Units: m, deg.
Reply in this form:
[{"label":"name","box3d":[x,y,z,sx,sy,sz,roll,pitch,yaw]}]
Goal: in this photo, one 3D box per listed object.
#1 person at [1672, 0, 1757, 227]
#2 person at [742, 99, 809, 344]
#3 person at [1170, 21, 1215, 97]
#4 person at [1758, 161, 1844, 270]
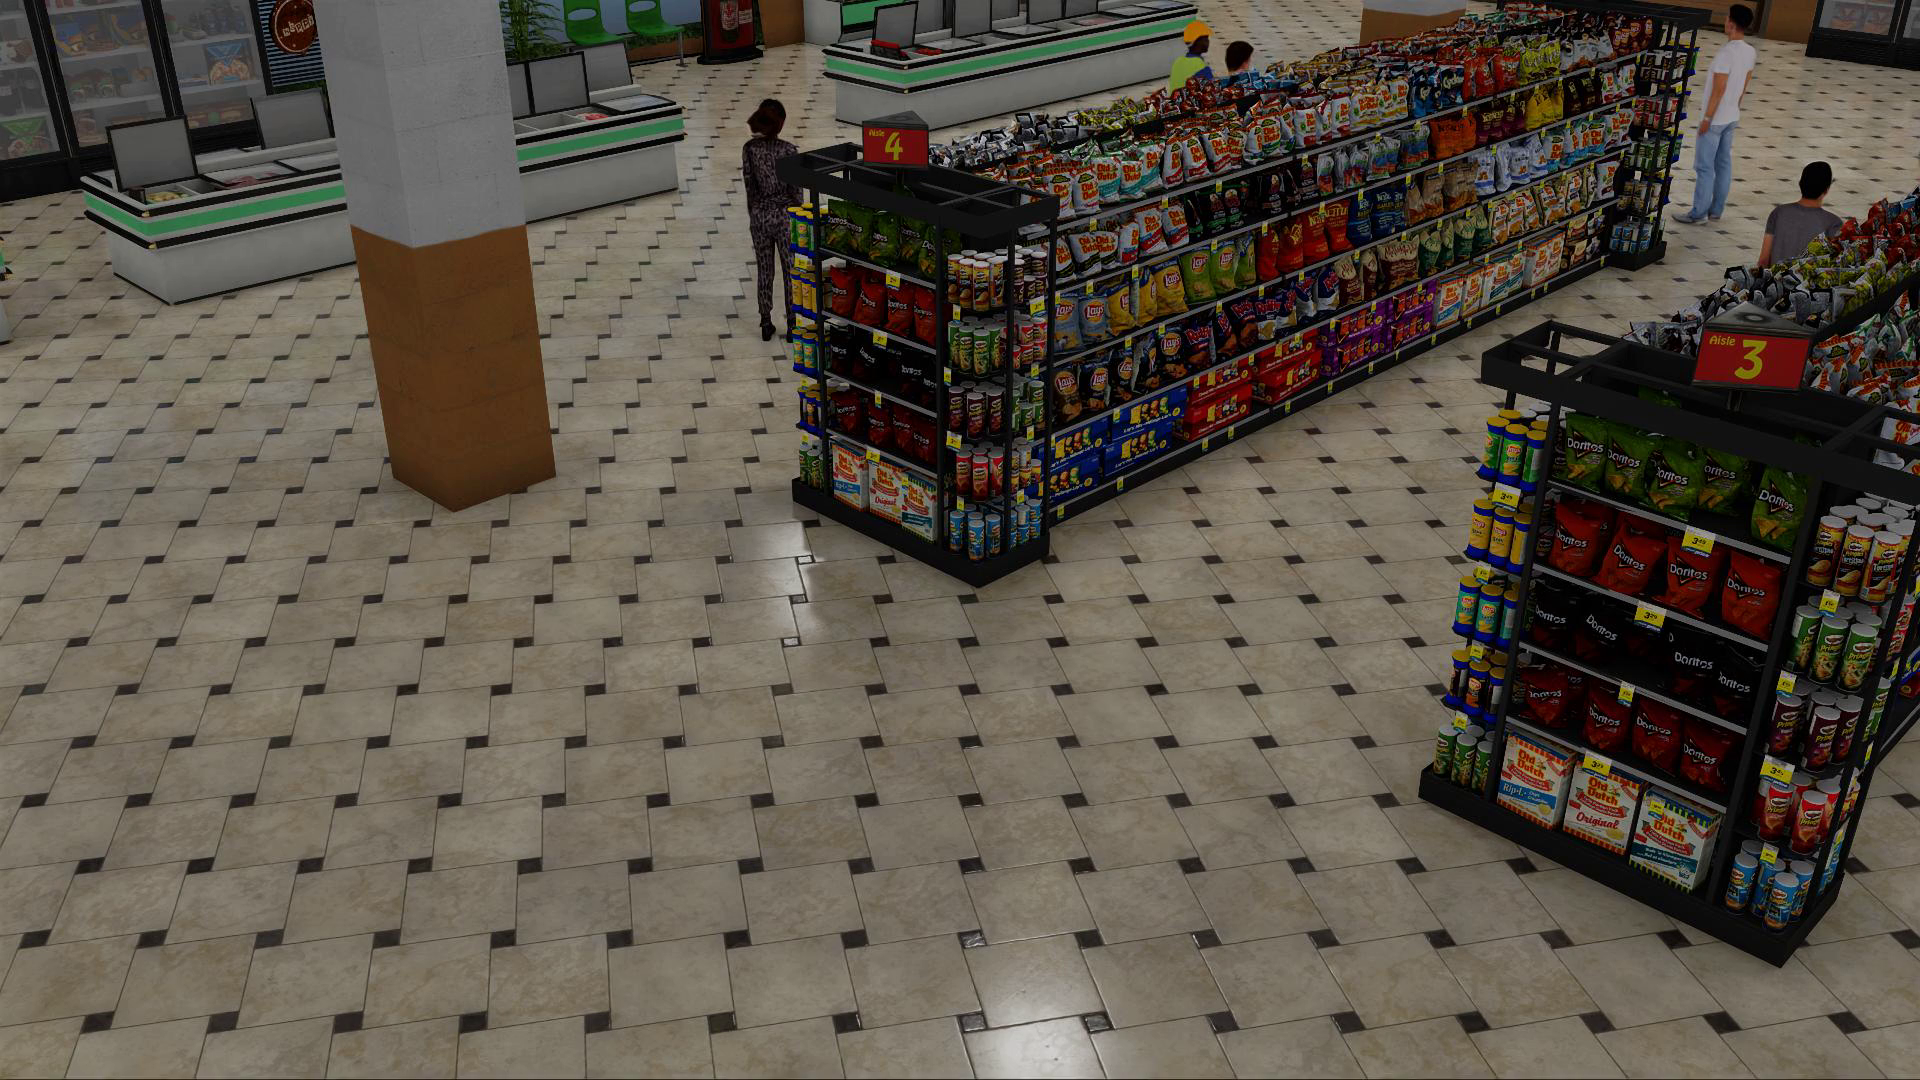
[{"label":"person","box3d":[6.600,-3.679,14.439,0.541,1.864,0.767,-18,32,-31]},{"label":"person","box3d":[-1.317,-2.256,11.796,0.660,1.716,0.680,7,28,14]},{"label":"person","box3d":[1.904,-3.424,14.019,1.208,1.789,0.955,-10,29,-19]},{"label":"person","box3d":[5.059,-1.437,10.140,0.607,1.754,0.525,24,36,39]}]
